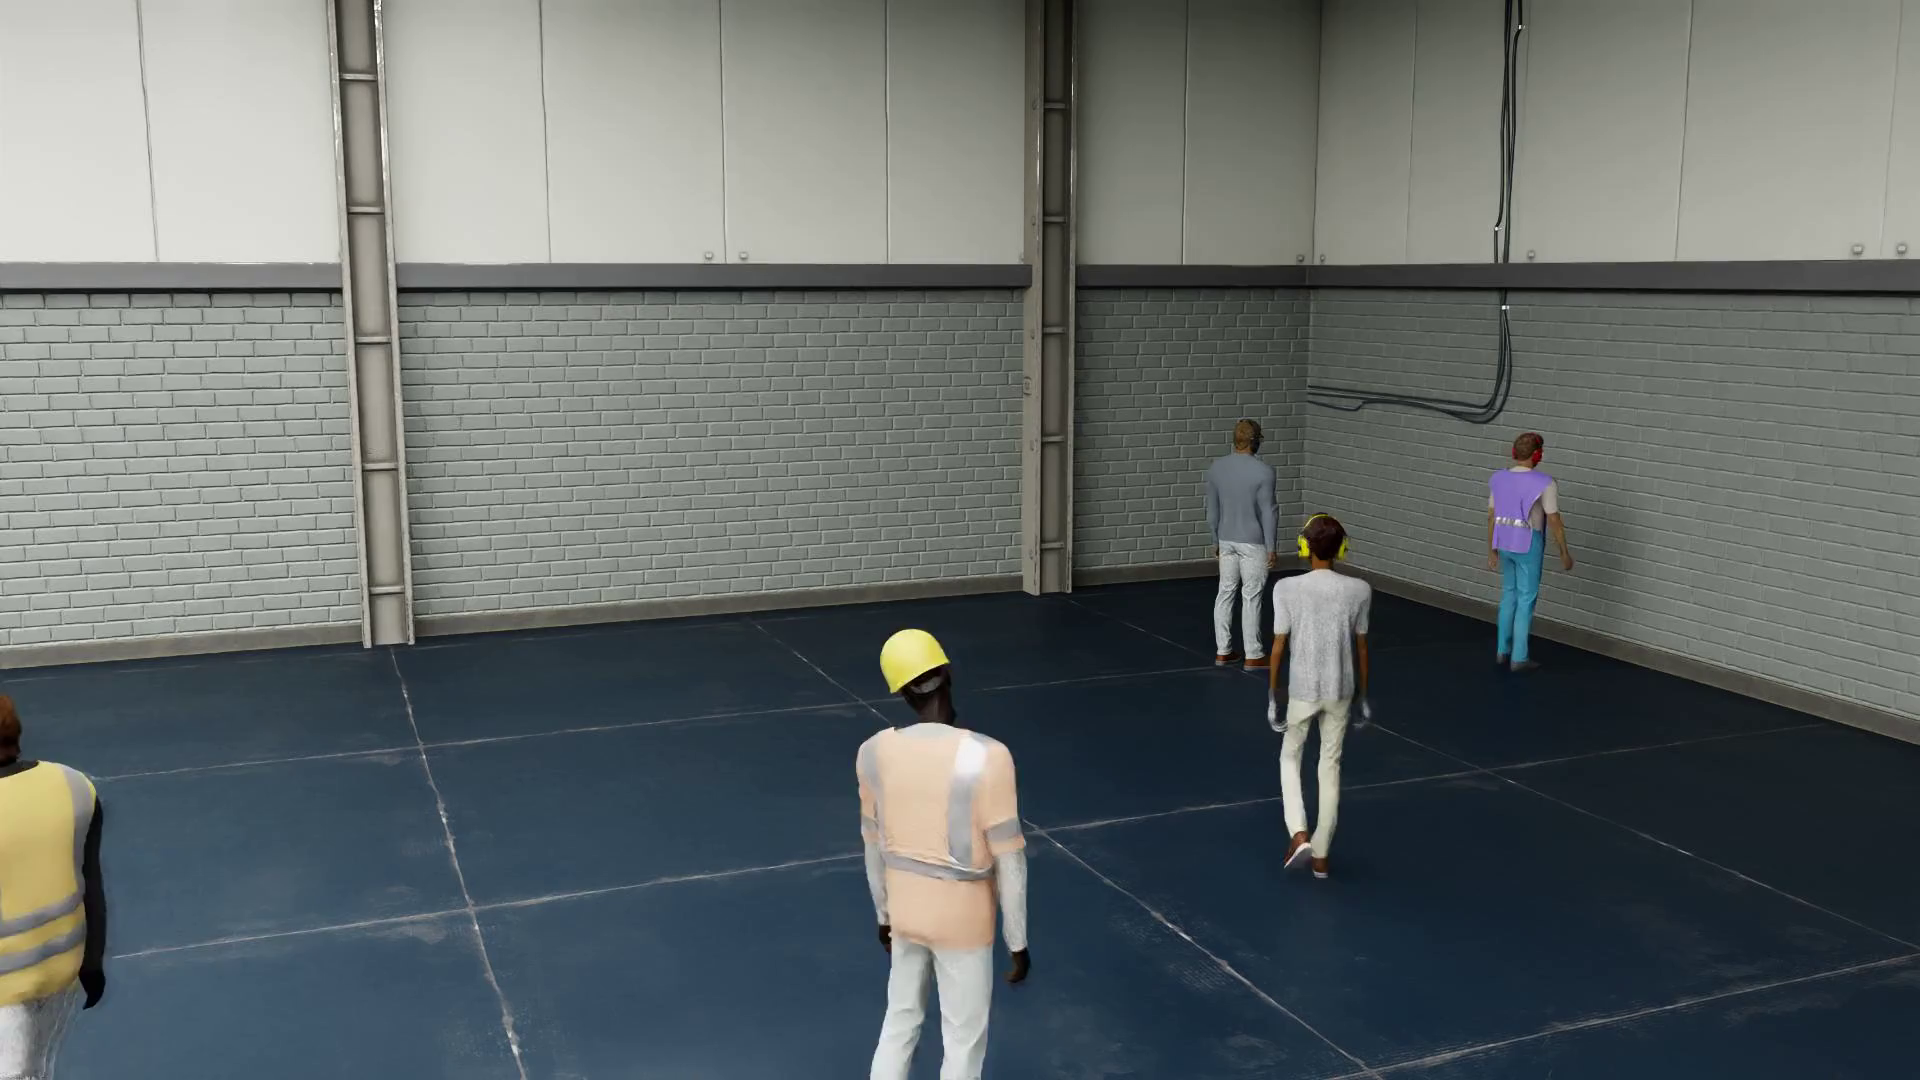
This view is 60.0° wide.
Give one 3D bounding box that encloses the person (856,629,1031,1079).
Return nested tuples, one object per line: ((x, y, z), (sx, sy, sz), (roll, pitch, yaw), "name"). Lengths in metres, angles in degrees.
((-0.087, 1.245, 5.399), (0.660, 1.887, 0.395), (7, 11, 37), "person")

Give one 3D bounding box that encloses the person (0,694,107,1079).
((-2.835, 1.341, 5.040), (0.803, 1.819, 0.621), (3, 10, 21), "person")

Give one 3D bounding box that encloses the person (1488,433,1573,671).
((4.321, 0.094, 12.755), (0.463, 1.838, 0.582), (-5, 10, -30), "person")

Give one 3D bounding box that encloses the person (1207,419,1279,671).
((2.185, 0.034, 12.824), (0.371, 1.941, 0.627), (-9, 13, -44), "person")

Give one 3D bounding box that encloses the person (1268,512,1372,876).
((1.813, 0.790, 8.343), (0.527, 1.857, 0.443), (1, 9, 6), "person")
